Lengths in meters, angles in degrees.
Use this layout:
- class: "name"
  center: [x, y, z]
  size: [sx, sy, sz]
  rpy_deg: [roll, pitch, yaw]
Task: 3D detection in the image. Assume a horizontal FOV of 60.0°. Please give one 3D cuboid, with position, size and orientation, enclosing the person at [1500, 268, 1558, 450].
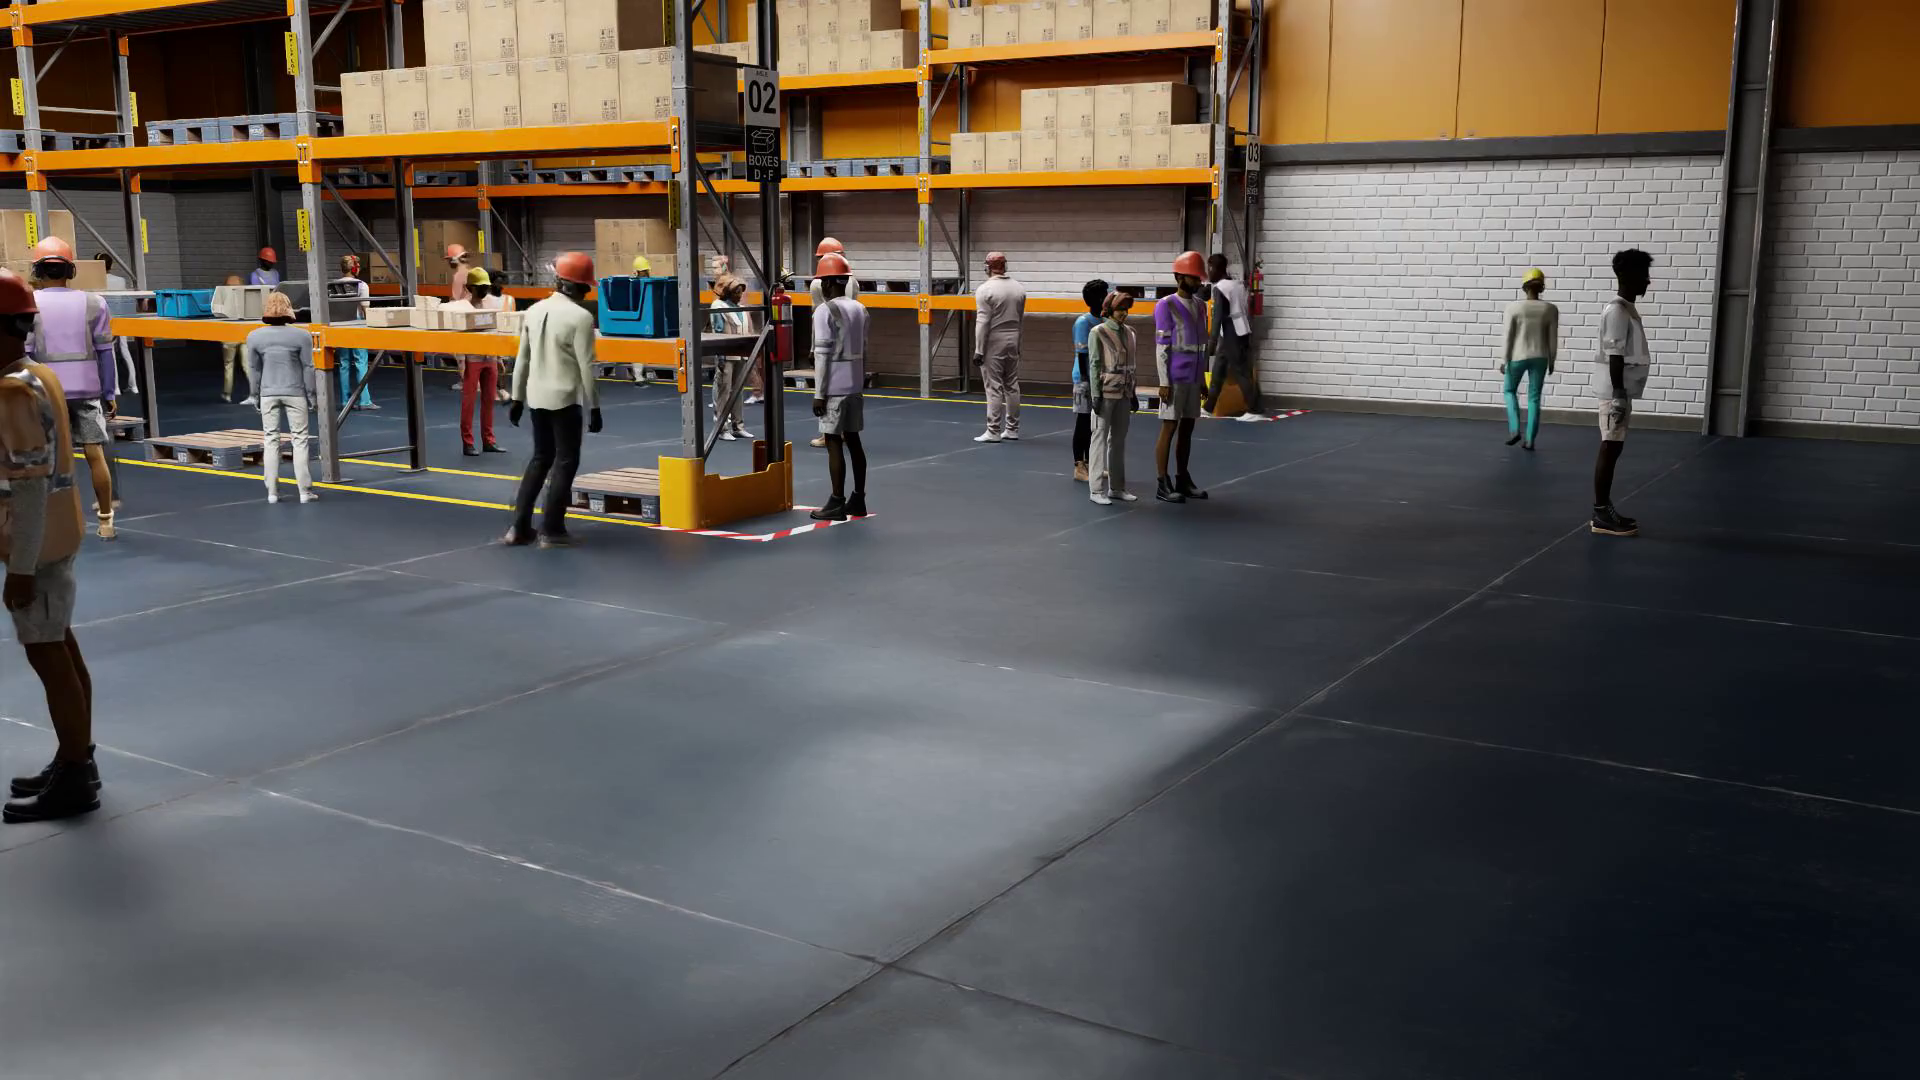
- class: "person"
  center: [5.506, -1.748, 16.103]
  size: [0.544, 1.746, 0.465]
  rpy_deg: [1, 10, 3]

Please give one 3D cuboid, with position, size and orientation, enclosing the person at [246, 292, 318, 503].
- class: "person"
  center: [-5.218, -1.091, 12.836]
  size: [0.499, 1.629, 0.287]
  rpy_deg: [-1, 10, -5]

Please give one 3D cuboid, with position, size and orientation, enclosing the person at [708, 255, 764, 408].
- class: "person"
  center: [-2.724, -2.550, 20.337]
  size: [0.844, 1.852, 0.661]
  rpy_deg: [-6, 12, -28]

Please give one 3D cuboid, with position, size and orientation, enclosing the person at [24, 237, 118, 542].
- class: "person"
  center: [-5.953, -0.982, 11.065]
  size: [0.612, 2.041, 0.394]
  rpy_deg: [-8, 13, -39]

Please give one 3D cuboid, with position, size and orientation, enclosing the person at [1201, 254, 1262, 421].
- class: "person"
  center: [2.980, -2.259, 18.638]
  size: [0.982, 1.864, 0.622]
  rpy_deg: [4, 11, 22]

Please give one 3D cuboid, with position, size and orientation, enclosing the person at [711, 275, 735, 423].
- class: "person"
  center: [-2.603, -2.121, 18.514]
  size: [0.267, 1.631, 0.507]
  rpy_deg: [3, 11, 17]

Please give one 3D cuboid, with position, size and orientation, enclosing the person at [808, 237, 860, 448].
- class: "person"
  center: [-1.253, -1.916, 16.238]
  size: [0.372, 2.044, 0.607]
  rpy_deg: [8, 13, 38]

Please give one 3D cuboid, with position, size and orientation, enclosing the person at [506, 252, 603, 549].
- class: "person"
  center: [-2.633, -0.914, 10.959]
  size: [0.667, 1.948, 0.512]
  rpy_deg: [8, 13, 36]

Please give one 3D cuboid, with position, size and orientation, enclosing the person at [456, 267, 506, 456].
- class: "person"
  center: [-4.517, -1.680, 15.700]
  size: [0.327, 1.767, 0.533]
  rpy_deg: [7, 12, 34]

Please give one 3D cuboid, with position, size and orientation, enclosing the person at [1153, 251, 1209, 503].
- class: "person"
  center: [1.743, -1.263, 12.915]
  size: [0.542, 1.937, 0.360]
  rpy_deg: [-10, 14, -43]

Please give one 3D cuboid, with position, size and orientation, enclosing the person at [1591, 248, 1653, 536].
- class: "person"
  center: [4.575, -1.026, 11.520]
  size: [0.368, 1.967, 0.602]
  rpy_deg: [4, 11, 22]

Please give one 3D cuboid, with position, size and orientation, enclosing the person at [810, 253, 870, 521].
- class: "person"
  center: [-0.893, -1.106, 12.076]
  size: [0.387, 1.932, 0.545]
  rpy_deg: [7, 12, 32]

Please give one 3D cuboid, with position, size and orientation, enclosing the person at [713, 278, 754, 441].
- class: "person"
  center: [-2.305, -1.830, 16.885]
  size: [0.309, 1.640, 0.513]
  rpy_deg: [6, 12, 30]

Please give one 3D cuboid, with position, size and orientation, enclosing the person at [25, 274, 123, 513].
- class: "person"
  center: [-6.685, -1.094, 12.366]
  size: [0.949, 1.792, 0.622]
  rpy_deg: [3, 11, 15]

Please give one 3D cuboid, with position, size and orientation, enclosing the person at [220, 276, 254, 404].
- class: "person"
  center: [-8.968, -2.471, 20.596]
  size: [0.730, 1.571, 0.533]
  rpy_deg: [7, 13, 36]

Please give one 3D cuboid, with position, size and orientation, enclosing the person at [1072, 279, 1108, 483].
- class: "person"
  center: [1.122, -1.336, 13.981]
  size: [0.321, 1.697, 0.529]
  rpy_deg: [5, 12, 28]

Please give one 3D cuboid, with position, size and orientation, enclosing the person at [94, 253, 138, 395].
- class: "person"
  center: [-11.141, -2.826, 21.830]
  size: [0.364, 1.856, 0.534]
  rpy_deg: [5, 11, 27]

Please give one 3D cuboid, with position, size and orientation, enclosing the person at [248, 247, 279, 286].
- class: "person"
  center: [-10.618, -3.515, 25.470]
  size: [0.552, 1.908, 0.675]
  rpy_deg: [4, 11, 20]

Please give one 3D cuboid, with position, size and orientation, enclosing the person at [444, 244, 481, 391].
- class: "person"
  center: [-6.673, -2.957, 22.230]
  size: [0.611, 1.961, 0.608]
  rpy_deg: [-2, 10, -9]

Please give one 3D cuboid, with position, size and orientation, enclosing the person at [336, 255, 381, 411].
- class: "person"
  center: [-7.212, -2.446, 19.719]
  size: [0.573, 1.843, 0.374]
  rpy_deg: [3, 11, 19]

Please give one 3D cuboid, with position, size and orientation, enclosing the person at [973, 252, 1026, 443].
- class: "person"
  center: [0.364, -1.926, 16.683]
  size: [0.643, 1.905, 0.399]
  rpy_deg: [-10, 14, -43]

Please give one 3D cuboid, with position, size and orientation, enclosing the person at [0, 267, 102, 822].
- class: "person"
  center: [-3.279, 0.017, 5.823]
  size: [0.379, 1.937, 0.548]
  rpy_deg: [-4, 11, -20]

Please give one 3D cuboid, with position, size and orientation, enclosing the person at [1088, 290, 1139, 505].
- class: "person"
  center: [1.180, -1.097, 12.827]
  size: [0.510, 1.639, 0.308]
  rpy_deg: [-10, 14, -44]

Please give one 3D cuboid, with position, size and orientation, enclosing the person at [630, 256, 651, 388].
- class: "person"
  center: [-4.419, -2.986, 22.857]
  size: [0.628, 1.800, 0.639]
  rpy_deg: [6, 12, 31]

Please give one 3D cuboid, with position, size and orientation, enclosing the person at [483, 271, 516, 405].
- class: "person"
  center: [-5.686, -2.495, 20.533]
  size: [0.546, 1.639, 0.880]
  rpy_deg: [-10, 14, -43]
